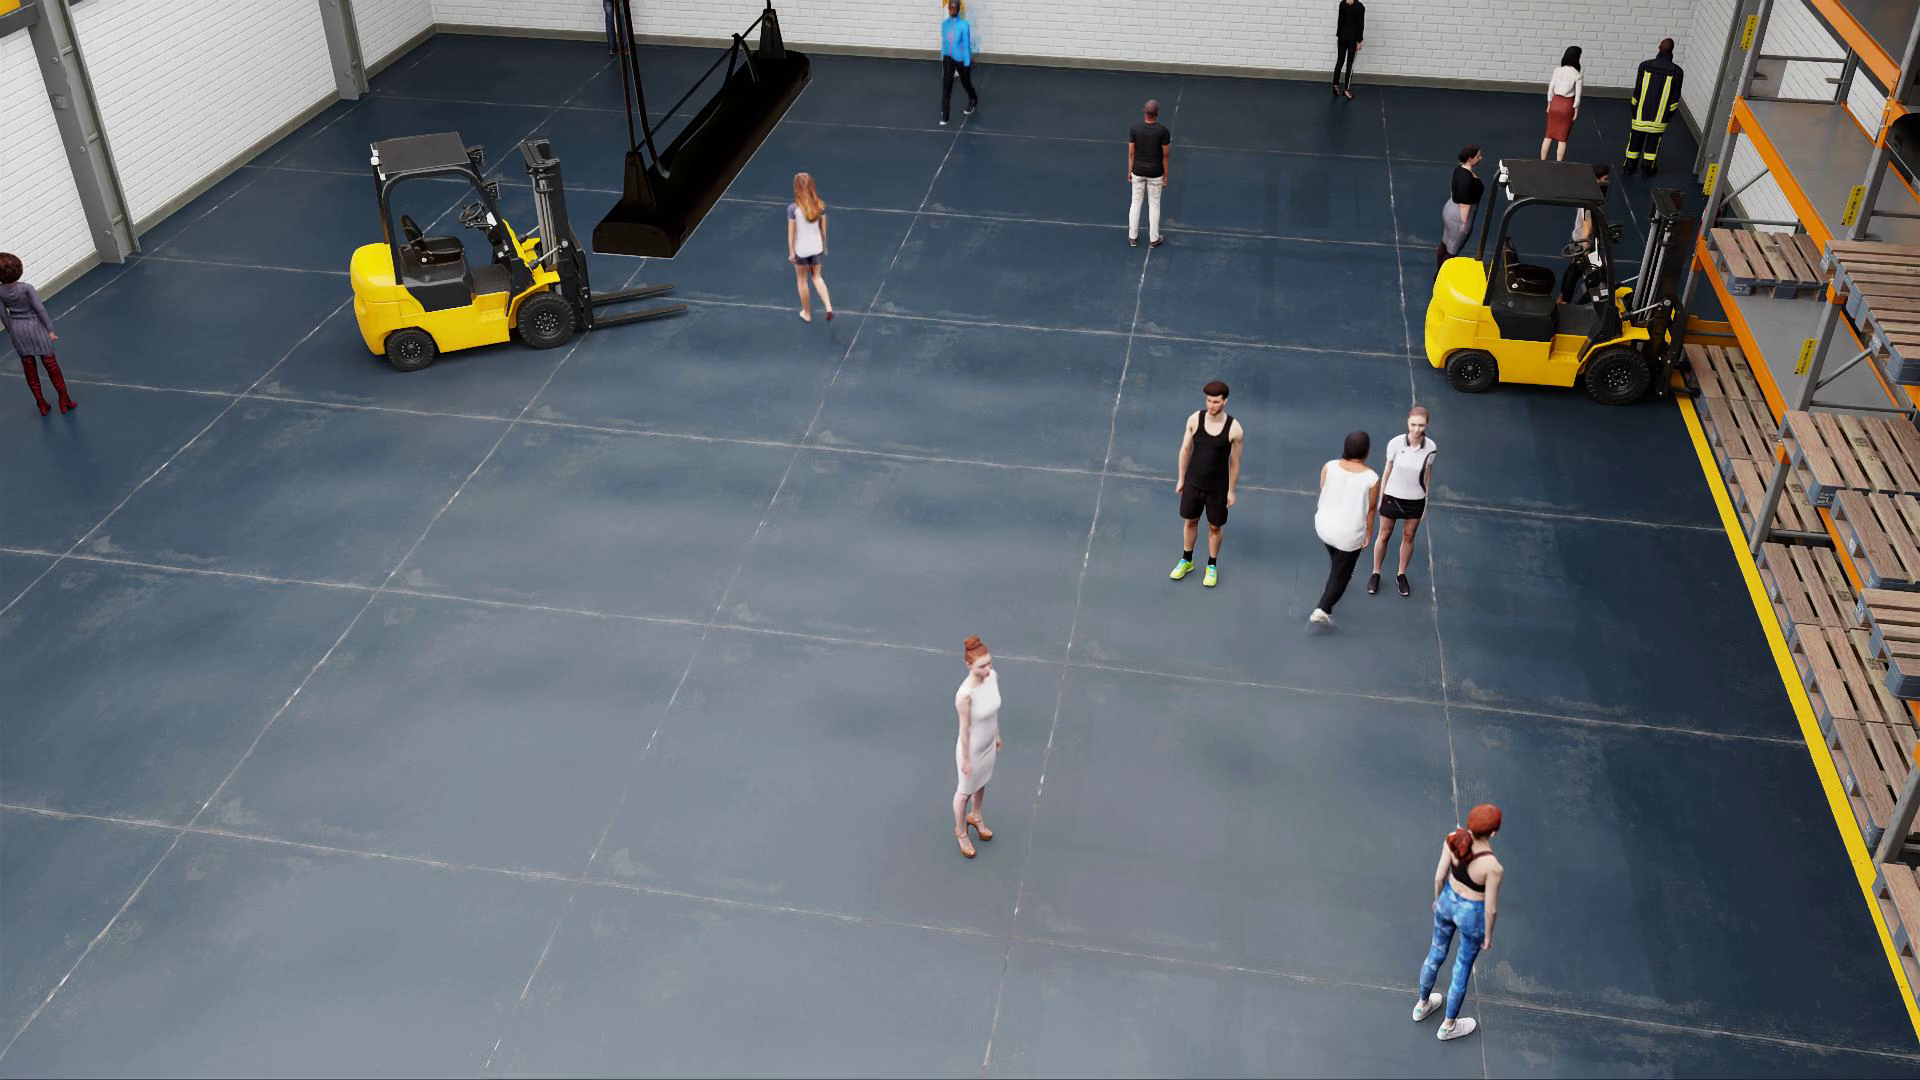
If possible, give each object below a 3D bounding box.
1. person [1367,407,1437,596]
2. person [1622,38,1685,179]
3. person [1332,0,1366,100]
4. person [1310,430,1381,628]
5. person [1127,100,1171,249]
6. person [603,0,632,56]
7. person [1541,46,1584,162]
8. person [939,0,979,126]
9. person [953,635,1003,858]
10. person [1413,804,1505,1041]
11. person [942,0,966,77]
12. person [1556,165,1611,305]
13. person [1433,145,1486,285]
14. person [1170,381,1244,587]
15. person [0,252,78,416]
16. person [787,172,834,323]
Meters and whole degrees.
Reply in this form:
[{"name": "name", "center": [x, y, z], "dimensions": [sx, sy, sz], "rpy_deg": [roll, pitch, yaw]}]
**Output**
[{"name": "person", "center": [3.707, -0.337, 13.902], "dimensions": [0.561, 1.752, 0.561], "rpy_deg": [4, 34, 6]}, {"name": "person", "center": [9.140, -5.716, 21.932], "dimensions": [0.838, 1.821, 0.806], "rpy_deg": [18, 38, 25]}, {"name": "person", "center": [5.725, -7.366, 24.519], "dimensions": [0.726, 1.707, 0.697], "rpy_deg": [-28, 43, -36]}, {"name": "person", "center": [3.104, -0.076, 13.607], "dimensions": [1.052, 1.645, 1.266], "rpy_deg": [26, 41, 33]}, {"name": "person", "center": [2.251, -4.393, 19.957], "dimensions": [0.664, 1.805, 0.614], "rpy_deg": [8, 35, 12]}, {"name": "person", "center": [-5.489, -8.633, 26.291], "dimensions": [0.680, 1.855, 0.579], "rpy_deg": [8, 35, 12]}, {"name": "person", "center": [7.907, -5.617, 21.848], "dimensions": [0.673, 1.751, 0.692], "rpy_deg": [29, 43, 36]}, {"name": "person", "center": [0.001, -6.862, 23.715], "dimensions": [0.857, 1.757, 1.260], "rpy_deg": [16, 37, 23]}, {"name": "person", "center": [0.110, 1.397, 11.257], "dimensions": [0.704, 1.793, 0.567], "rpy_deg": [22, 39, 29]}, {"name": "person", "center": [3.002, 2.266, 9.957], "dimensions": [0.732, 1.785, 0.675], "rpy_deg": [-23, 40, -30]}, {"name": "person", "center": [-0.109, -8.003, 25.438], "dimensions": [0.691, 1.751, 0.723], "rpy_deg": [28, 43, 35]}, {"name": "person", "center": [6.906, -3.335, 18.447], "dimensions": [0.690, 1.715, 0.510], "rpy_deg": [10, 35, 15]}, {"name": "person", "center": [5.642, -3.642, 18.869], "dimensions": [0.748, 1.759, 0.572], "rpy_deg": [2, 34, 4]}, {"name": "person", "center": [2.087, -0.493, 14.012], "dimensions": [0.720, 1.892, 0.659], "rpy_deg": [12, 36, 18]}, {"name": "person", "center": [-9.234, -2.040, 16.502], "dimensions": [0.632, 1.710, 0.592], "rpy_deg": [-3, 34, -4]}, {"name": "person", "center": [-1.627, -3.130, 18.136], "dimensions": [0.861, 1.717, 0.942], "rpy_deg": [-17, 37, -24]}]
